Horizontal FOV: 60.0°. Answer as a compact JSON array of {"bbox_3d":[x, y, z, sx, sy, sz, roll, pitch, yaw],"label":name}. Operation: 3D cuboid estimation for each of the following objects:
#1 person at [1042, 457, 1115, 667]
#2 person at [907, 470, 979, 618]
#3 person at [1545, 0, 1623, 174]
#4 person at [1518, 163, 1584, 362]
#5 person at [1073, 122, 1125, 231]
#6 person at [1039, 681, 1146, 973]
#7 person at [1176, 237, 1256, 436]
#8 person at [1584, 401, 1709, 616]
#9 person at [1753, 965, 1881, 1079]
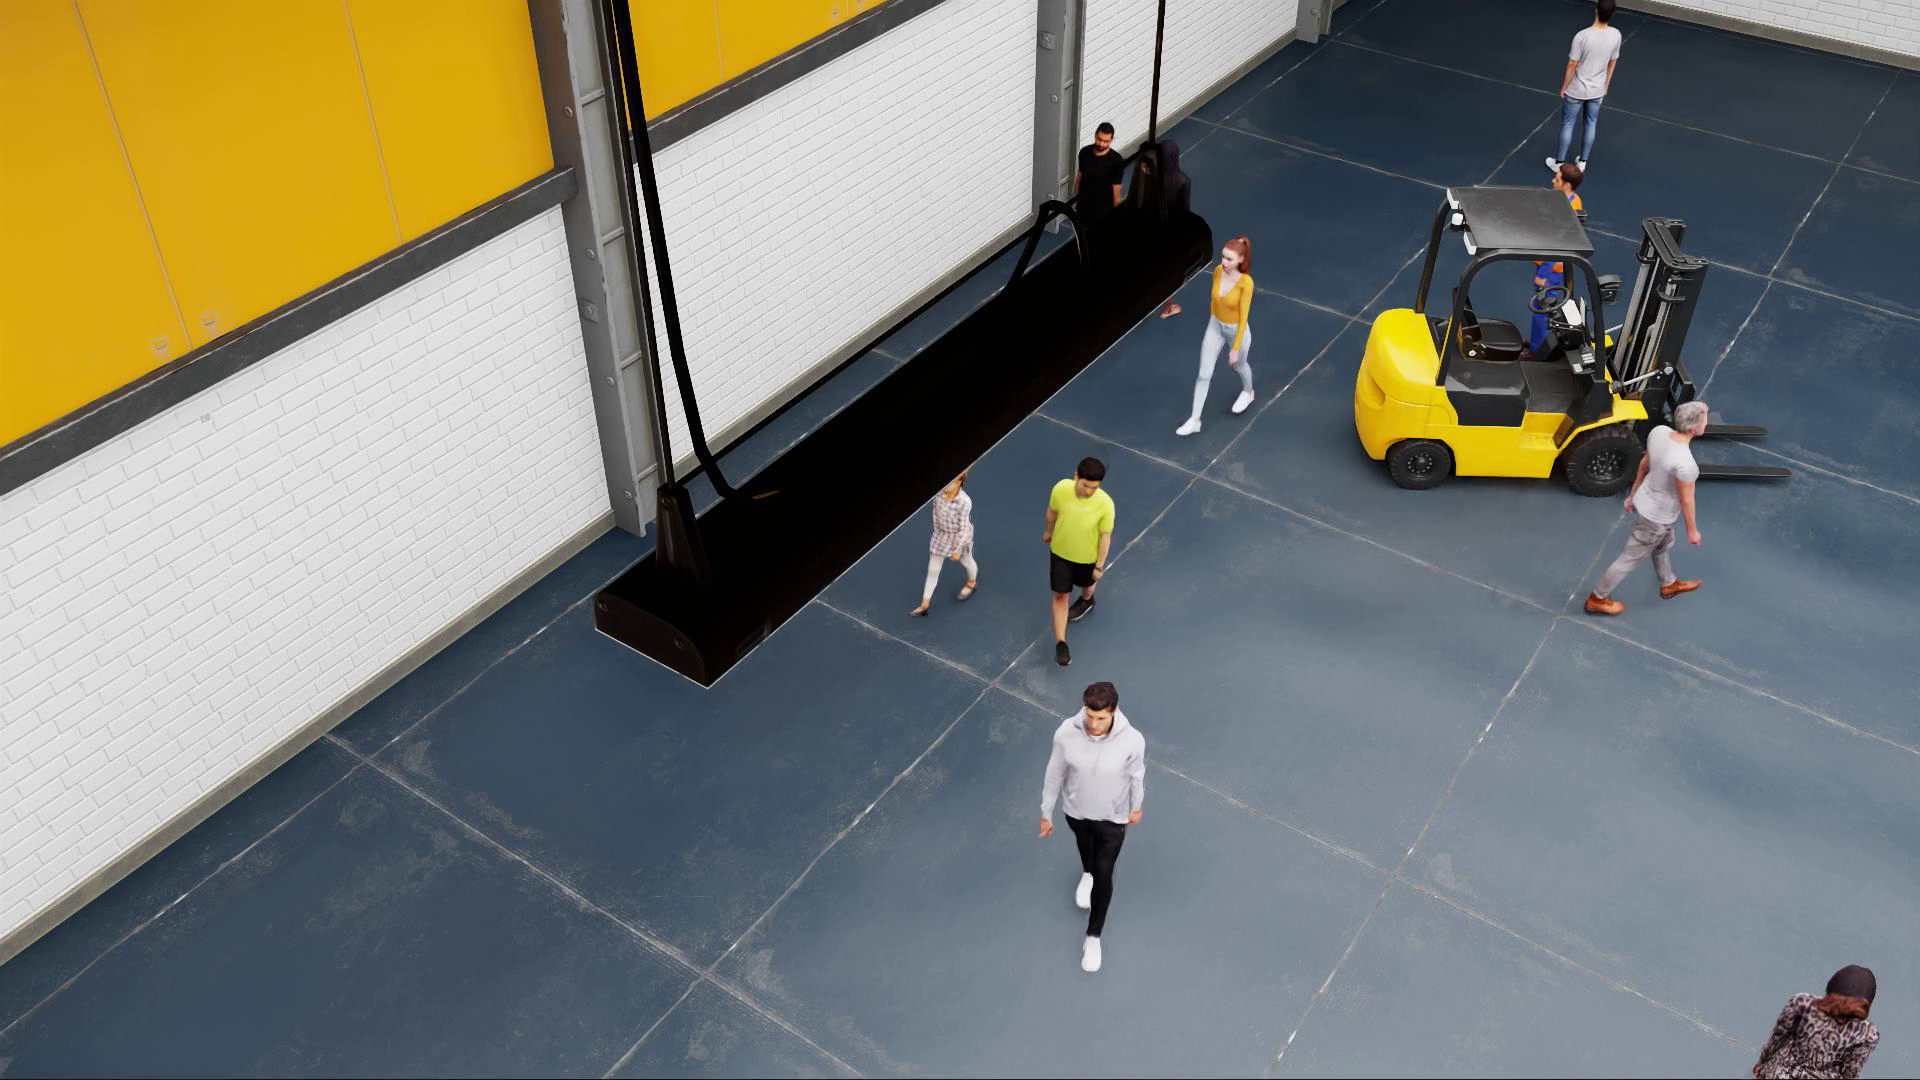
[{"bbox_3d":[0.816,0.024,11.551,0.897,1.637,1.162,15,41,18],"label":"person"},{"bbox_3d":[0.006,-0.049,11.933,0.542,1.273,0.892,26,45,29],"label":"person"},{"bbox_3d":[6.522,-4.734,17.306,0.754,1.890,0.786,-2,39,-3],"label":"person"},{"bbox_3d":[5.124,-2.372,14.369,0.781,1.863,0.614,15,41,18],"label":"person"},{"bbox_3d":[1.296,-3.055,15.336,0.650,1.723,1.051,25,45,28],"label":"person"},{"bbox_3d":[0.792,1.452,9.558,0.961,1.893,1.185,9,39,11],"label":"person"},{"bbox_3d":[2.264,-1.702,13.656,0.706,1.706,1.189,32,48,33],"label":"person"},{"bbox_3d":[4.788,-0.177,11.678,1.135,1.792,1.166,2,39,2],"label":"person"},{"bbox_3d":[4.092,2.707,8.141,0.561,1.699,0.948,25,45,28],"label":"person"}]
